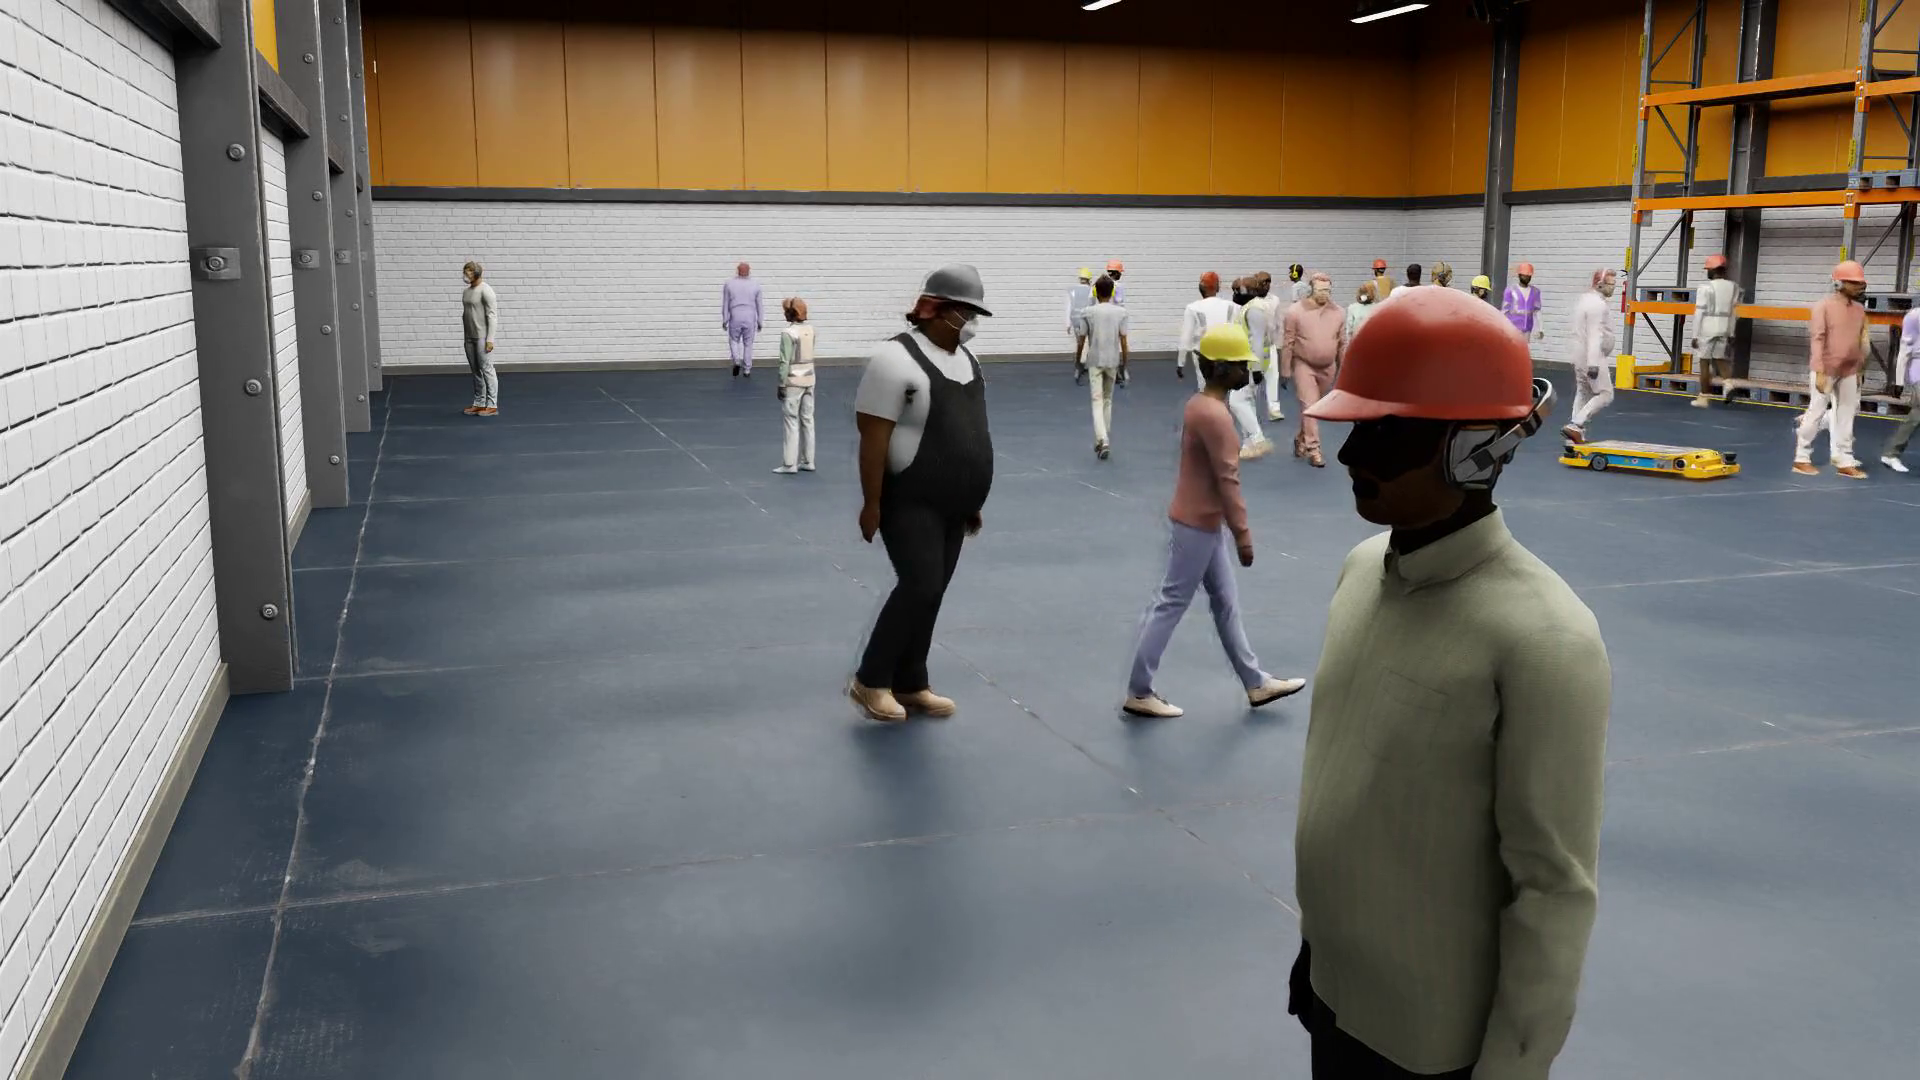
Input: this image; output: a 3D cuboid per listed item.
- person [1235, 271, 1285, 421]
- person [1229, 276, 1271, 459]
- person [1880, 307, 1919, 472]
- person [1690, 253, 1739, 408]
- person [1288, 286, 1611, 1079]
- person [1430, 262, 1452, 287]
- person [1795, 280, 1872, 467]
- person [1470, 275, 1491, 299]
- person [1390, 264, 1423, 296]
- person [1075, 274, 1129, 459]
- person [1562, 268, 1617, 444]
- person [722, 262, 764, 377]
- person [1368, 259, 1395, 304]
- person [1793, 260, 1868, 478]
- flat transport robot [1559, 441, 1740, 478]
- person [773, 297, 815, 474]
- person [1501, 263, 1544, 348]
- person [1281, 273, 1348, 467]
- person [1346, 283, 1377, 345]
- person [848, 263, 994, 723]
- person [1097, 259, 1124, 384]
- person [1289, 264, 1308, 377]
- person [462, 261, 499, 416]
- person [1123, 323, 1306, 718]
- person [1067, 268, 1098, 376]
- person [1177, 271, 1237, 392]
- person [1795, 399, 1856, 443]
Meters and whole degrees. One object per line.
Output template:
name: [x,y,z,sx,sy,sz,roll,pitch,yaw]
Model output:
person: [3.660,-2.334,20.173,0.630,1.816,0.815,-3,10,-14]
person: [2.848,-1.691,16.451,0.434,1.811,0.695,0,10,1]
person: [8.874,-1.506,15.202,0.609,1.878,1.007,-3,10,-16]
person: [9.909,-2.730,21.813,0.637,2.031,0.573,-3,10,-15]
person: [0.646,0.644,2.386,0.376,1.995,0.609,-3,10,-16]
person: [5.456,-2.209,19.079,0.373,1.936,0.629,-1,10,-8]
person: [8.435,-1.625,16.025,0.639,1.822,0.629,-8,13,-39]
person: [6.485,-2.444,20.955,0.337,1.759,0.524,1,10,4]
person: [6.081,-2.769,22.447,0.594,1.895,0.496,6,11,30]
person: [1.427,-1.738,16.648,0.526,1.841,0.909,-1,10,-5]
person: [6.527,-1.847,17.120,0.428,1.882,0.748,2,10,12]
person: [-3.571,-3.625,27.391,0.683,1.891,0.431,-1,10,-7]
person: [7.619,-4.144,30.282,0.551,1.932,0.378,-4,11,-21]
person: [8.025,-1.561,15.226,0.621,1.992,0.499,-3,10,-17]
flat transport robot: [6.432,-0.767,15.543,0.652,0.197,1.431,-9,13,-41]
person: [-1.520,-1.427,15.424,0.341,1.639,0.519,5,11,28]
person: [8.337,-3.142,24.604,0.593,1.885,0.978,-2,10,-10]
person: [3.445,-1.676,16.240,0.648,1.860,0.967,-2,10,-11]
person: [5.647,-2.772,23.232,0.507,1.618,0.457,5,11,26]
person: [-0.106,-0.220,7.257,0.542,2.000,0.713,6,11,30]
person: [2.388,-3.404,25.988,0.379,1.937,0.548,-7,12,-34]
person: [5.571,-3.612,27.453,0.361,1.857,0.508,5,11,29]
person: [-6.046,-2.526,20.904,0.635,1.936,0.353,9,13,42]
person: [1.123,-0.068,7.248,0.871,1.726,0.551,0,10,0]
person: [2.080,-3.632,27.744,0.606,1.792,0.915,4,11,23]
person: [2.551,-1.869,17.364,0.612,1.839,0.938,-3,10,-17]
person: [9.366,-1.876,17.866,0.547,1.687,0.539,3,10,17]
